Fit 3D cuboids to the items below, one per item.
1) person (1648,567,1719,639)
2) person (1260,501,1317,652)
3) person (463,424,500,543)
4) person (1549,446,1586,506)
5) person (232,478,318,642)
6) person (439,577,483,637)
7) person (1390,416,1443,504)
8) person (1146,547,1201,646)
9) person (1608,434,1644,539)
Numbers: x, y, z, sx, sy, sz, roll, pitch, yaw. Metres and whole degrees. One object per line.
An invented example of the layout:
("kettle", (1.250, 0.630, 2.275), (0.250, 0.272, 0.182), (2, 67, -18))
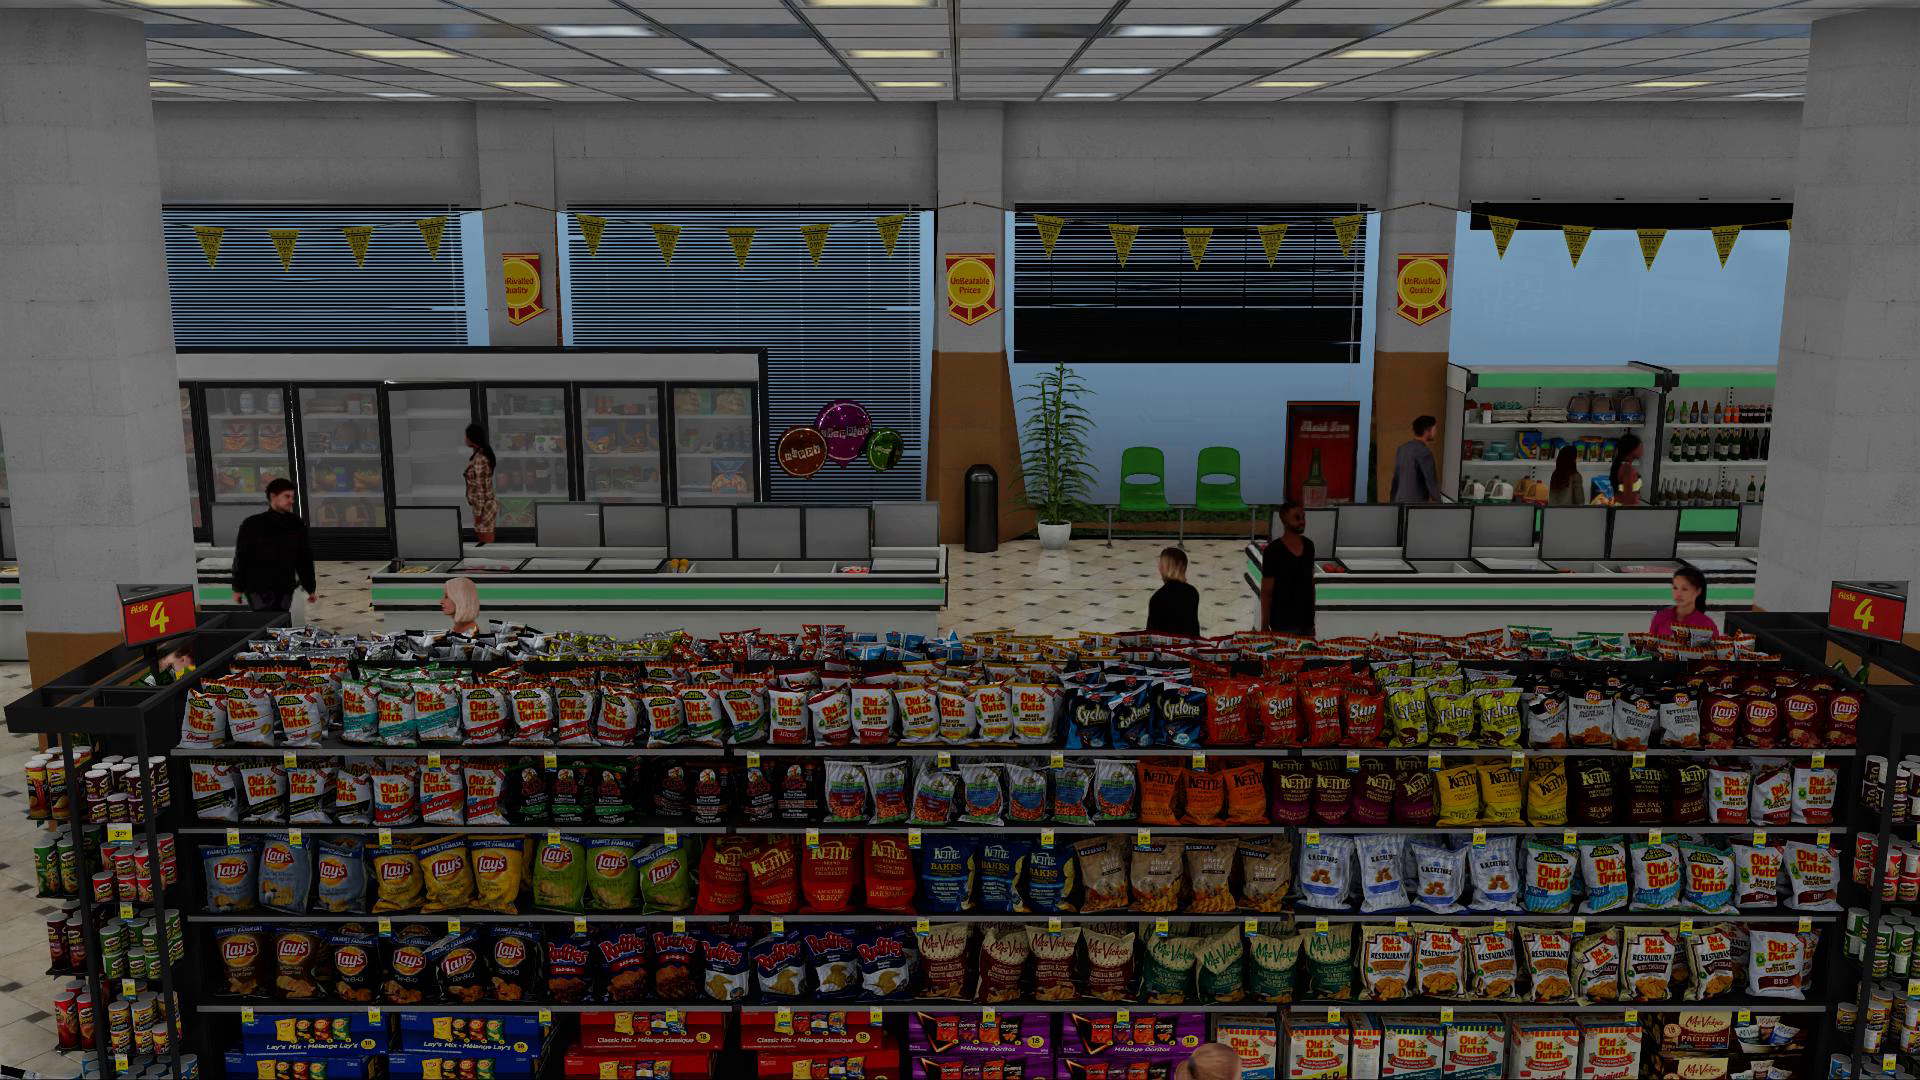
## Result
("person", (4.673, 0.998, 10.753), (0.750, 1.685, 0.698), (-10, 16, -40))
("person", (2.414, 0.588, 12.446), (1.091, 1.789, 1.070), (-8, 14, -33))
("person", (-4.729, -0.279, 16.557), (0.555, 1.793, 0.588), (-1, 12, -5))
("person", (6.256, -0.247, 17.173), (0.642, 1.476, 0.649), (-5, 13, -24))
("person", (-5.578, 0.411, 13.296), (1.071, 1.786, 0.992), (10, 16, 41))
("person", (-3.021, 1.077, 10.218), (0.667, 1.751, 0.643), (-8, 14, -33))
("person", (4.418, -0.288, 16.512), (1.161, 1.828, 0.849), (-3, 12, -12))
("person", (1.521, 0.897, 11.334), (1.035, 1.644, 0.972), (12, 17, 44))
("person", (6.305, -0.146, 16.091), (1.100, 1.724, 0.583), (0, 12, 2))
